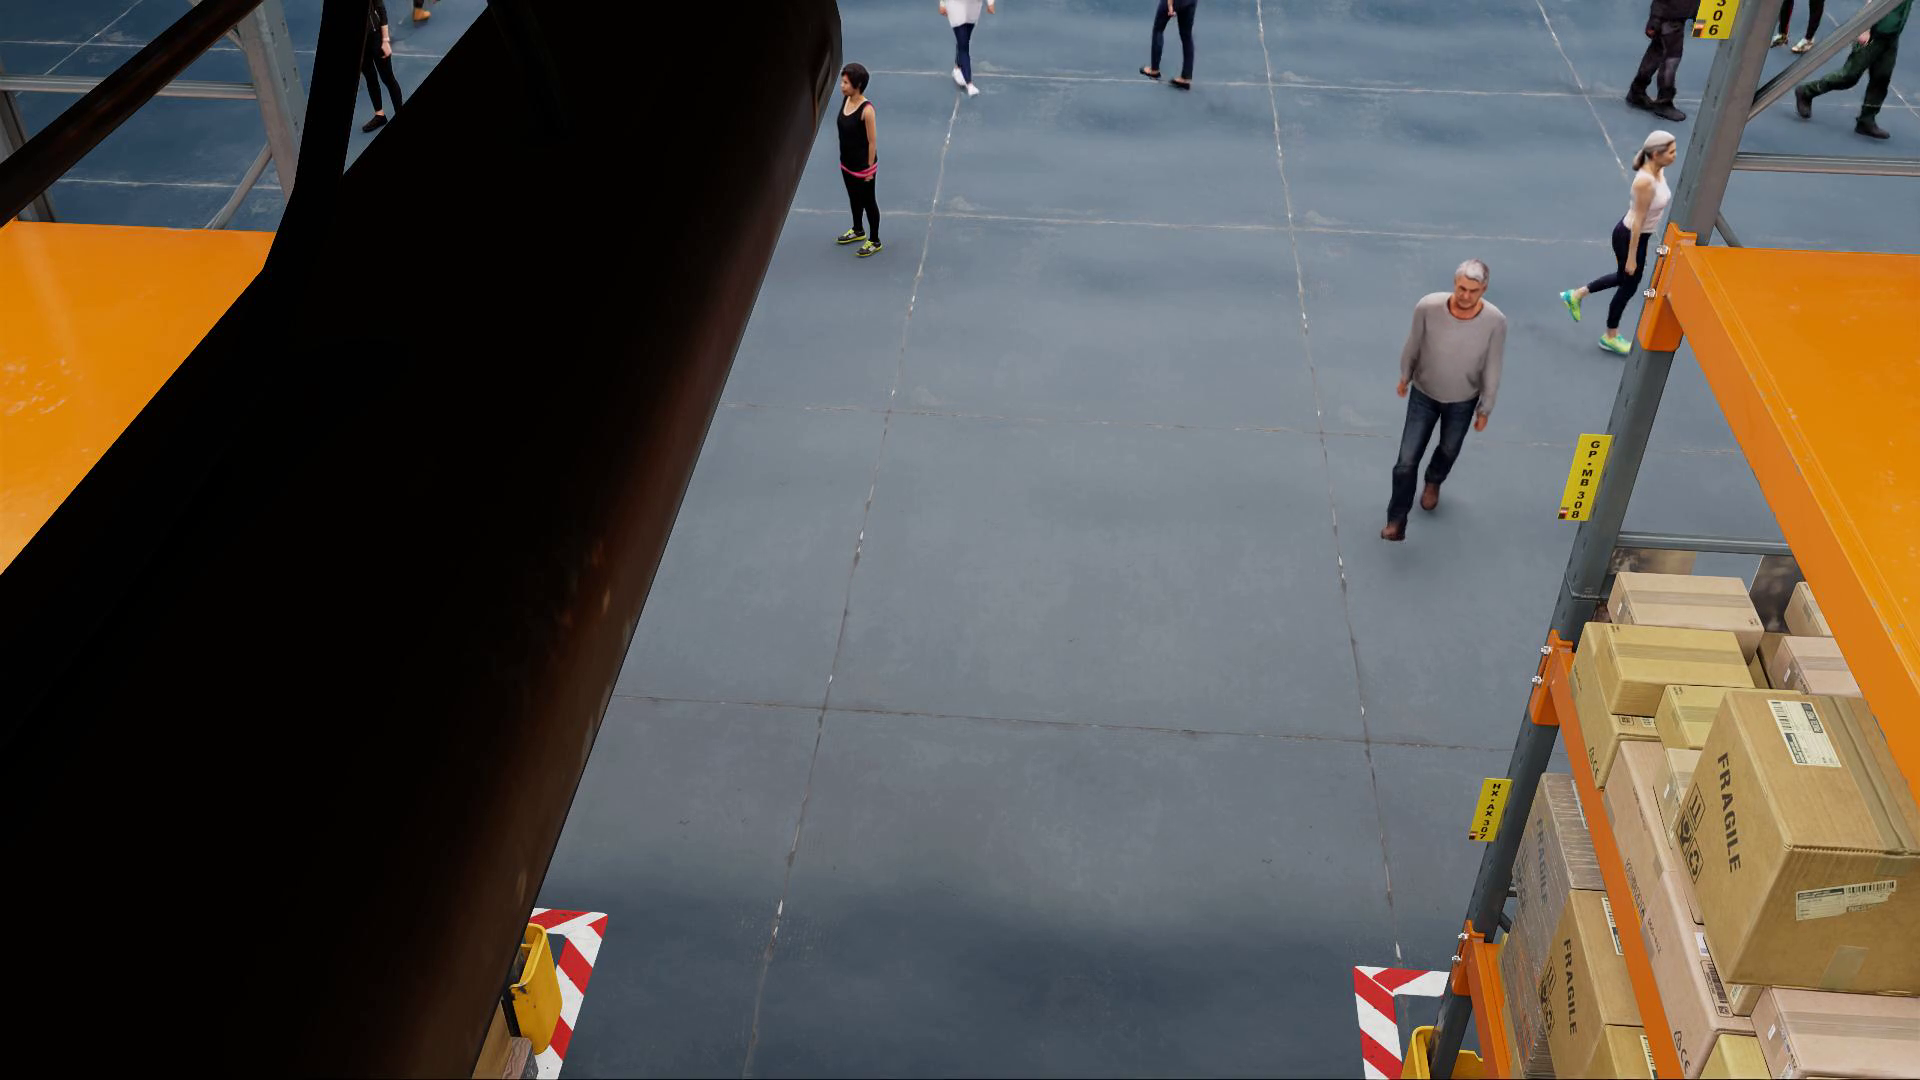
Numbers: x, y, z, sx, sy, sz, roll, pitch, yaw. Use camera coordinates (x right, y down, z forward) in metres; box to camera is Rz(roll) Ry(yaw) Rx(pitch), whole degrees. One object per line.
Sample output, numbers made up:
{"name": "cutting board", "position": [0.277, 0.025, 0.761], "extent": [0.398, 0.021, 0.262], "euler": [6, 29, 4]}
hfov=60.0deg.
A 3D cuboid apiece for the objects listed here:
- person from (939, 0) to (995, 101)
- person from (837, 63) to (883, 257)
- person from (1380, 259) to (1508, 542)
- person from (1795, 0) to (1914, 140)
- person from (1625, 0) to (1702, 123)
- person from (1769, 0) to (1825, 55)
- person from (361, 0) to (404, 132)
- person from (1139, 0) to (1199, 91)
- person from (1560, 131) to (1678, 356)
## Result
{"name": "person", "position": [0.021, -5.062, 15.557], "extent": [0.920, 1.738, 1.172], "euler": [-12, 40, -15]}
{"name": "person", "position": [-0.794, -3.005, 13.078], "extent": [0.685, 1.552, 0.613], "euler": [-24, 44, -27]}
{"name": "person", "position": [2.980, -0.922, 10.169], "extent": [0.980, 1.856, 1.288], "euler": [14, 40, 17]}
{"name": "person", "position": [8.079, -4.550, 14.790], "extent": [1.157, 1.877, 1.224], "euler": [-27, 45, -30]}
{"name": "person", "position": [6.415, -4.822, 15.192], "extent": [1.010, 1.809, 1.064], "euler": [-29, 47, -32]}
{"name": "person", "position": [8.477, -5.660, 16.281], "extent": [0.879, 1.789, 0.829], "euler": [-19, 42, -22]}
{"name": "person", "position": [-5.269, -4.485, 14.841], "extent": [0.659, 1.712, 0.606], "euler": [12, 40, 15]}
{"name": "person", "position": [2.121, -5.054, 15.577], "extent": [0.845, 1.702, 0.932], "euler": [-21, 43, -25]}
{"name": "person", "position": [4.692, -2.127, 11.846], "extent": [0.881, 1.687, 0.912], "euler": [20, 42, 24]}
